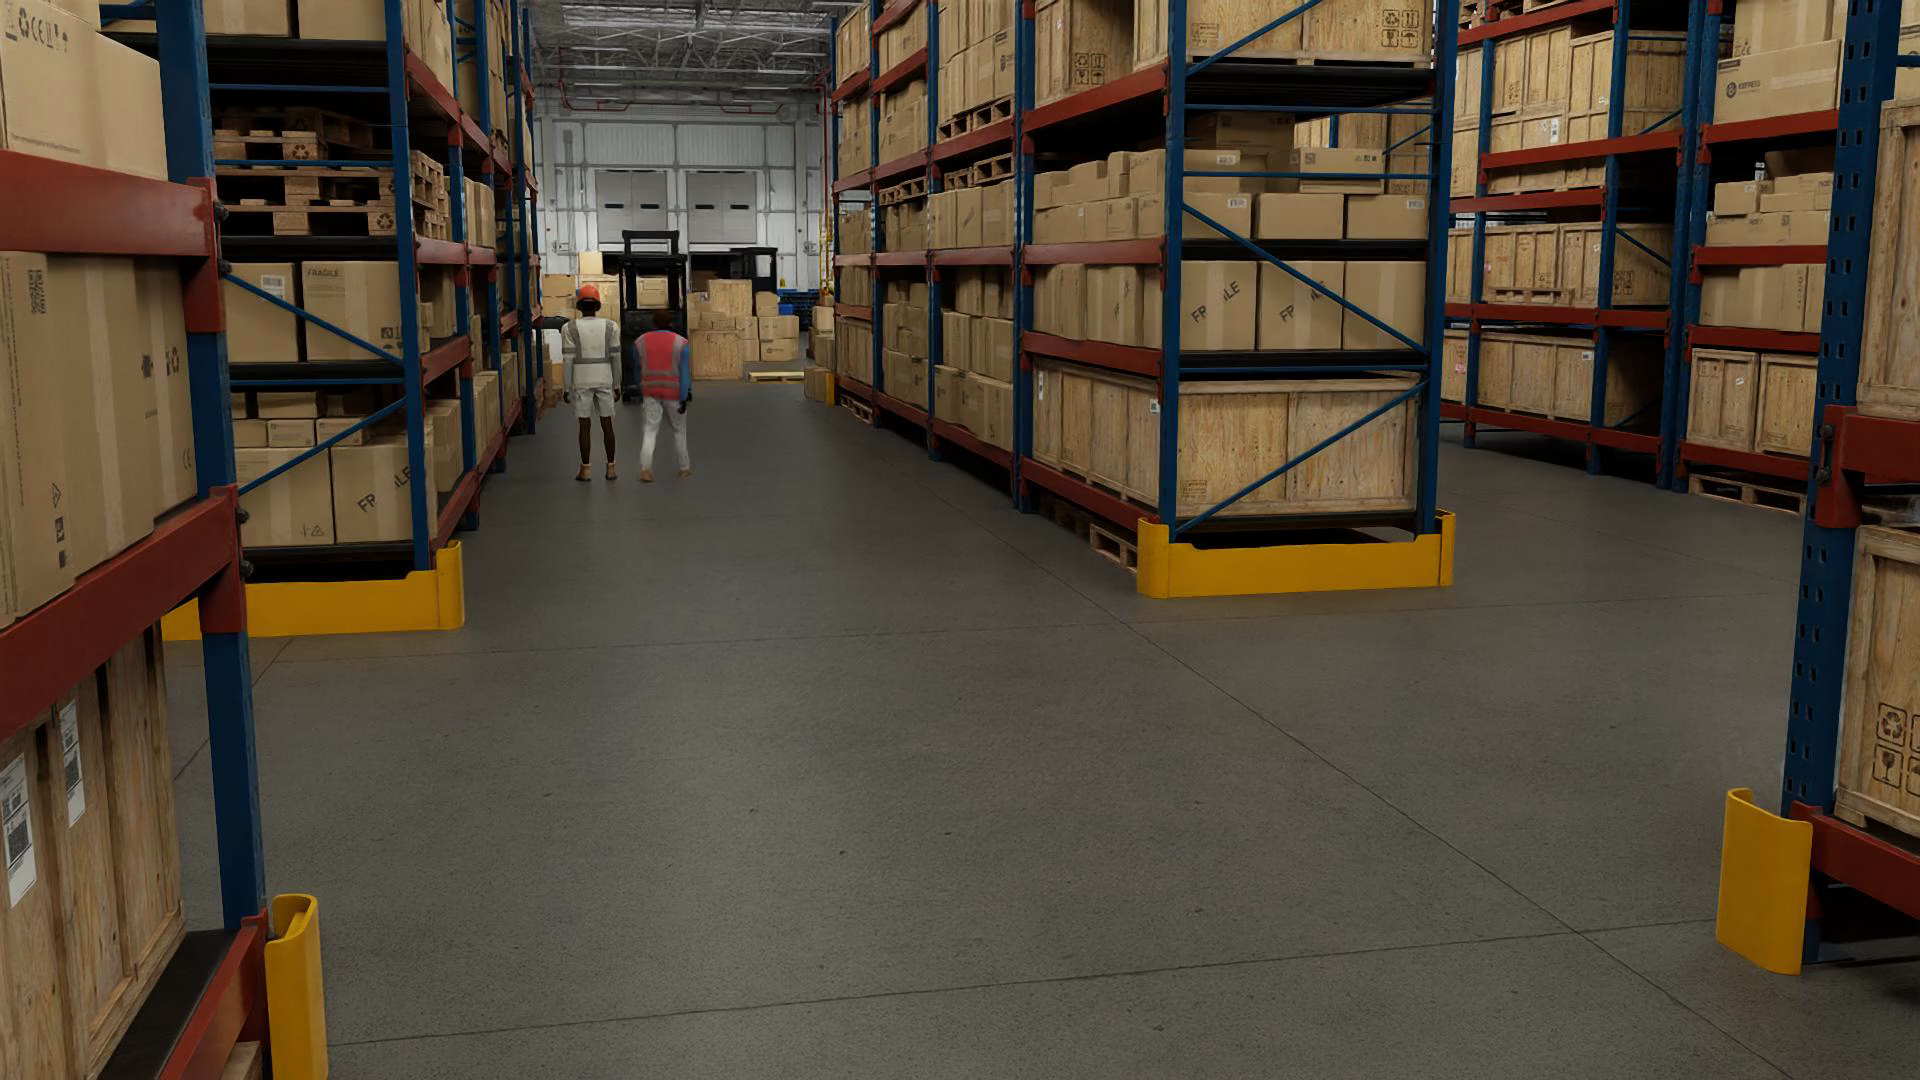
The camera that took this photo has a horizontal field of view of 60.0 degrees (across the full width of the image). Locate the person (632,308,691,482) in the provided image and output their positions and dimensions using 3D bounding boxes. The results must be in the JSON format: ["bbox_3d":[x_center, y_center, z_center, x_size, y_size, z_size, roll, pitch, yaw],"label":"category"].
[{"bbox_3d":[-3.097,-1.511,17.335,0.624,1.805,0.838,0,9,2],"label":"person"}]

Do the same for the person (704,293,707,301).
[{"bbox_3d":[-6.175,-5.627,42.045,0.590,1.919,0.395,-5,11,-29],"label":"person"}]

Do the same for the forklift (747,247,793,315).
[{"bbox_3d":[-6.009,-7.555,50.877,1.129,2.768,1.873,-7,12,-38],"label":"forklift"}]

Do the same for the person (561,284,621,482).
[{"bbox_3d":[-3.823,-1.623,17.261,0.605,2.045,0.377,-4,10,-22],"label":"person"}]

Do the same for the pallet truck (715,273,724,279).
[{"bbox_3d":[-8.580,-8.986,62.280,1.885,1.965,0.823,1,9,5],"label":"pallet truck"}]

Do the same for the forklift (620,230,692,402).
[{"bbox_3d":[-5.117,-3.756,27.718,1.129,2.768,1.873,-2,10,-12],"label":"forklift"}]
